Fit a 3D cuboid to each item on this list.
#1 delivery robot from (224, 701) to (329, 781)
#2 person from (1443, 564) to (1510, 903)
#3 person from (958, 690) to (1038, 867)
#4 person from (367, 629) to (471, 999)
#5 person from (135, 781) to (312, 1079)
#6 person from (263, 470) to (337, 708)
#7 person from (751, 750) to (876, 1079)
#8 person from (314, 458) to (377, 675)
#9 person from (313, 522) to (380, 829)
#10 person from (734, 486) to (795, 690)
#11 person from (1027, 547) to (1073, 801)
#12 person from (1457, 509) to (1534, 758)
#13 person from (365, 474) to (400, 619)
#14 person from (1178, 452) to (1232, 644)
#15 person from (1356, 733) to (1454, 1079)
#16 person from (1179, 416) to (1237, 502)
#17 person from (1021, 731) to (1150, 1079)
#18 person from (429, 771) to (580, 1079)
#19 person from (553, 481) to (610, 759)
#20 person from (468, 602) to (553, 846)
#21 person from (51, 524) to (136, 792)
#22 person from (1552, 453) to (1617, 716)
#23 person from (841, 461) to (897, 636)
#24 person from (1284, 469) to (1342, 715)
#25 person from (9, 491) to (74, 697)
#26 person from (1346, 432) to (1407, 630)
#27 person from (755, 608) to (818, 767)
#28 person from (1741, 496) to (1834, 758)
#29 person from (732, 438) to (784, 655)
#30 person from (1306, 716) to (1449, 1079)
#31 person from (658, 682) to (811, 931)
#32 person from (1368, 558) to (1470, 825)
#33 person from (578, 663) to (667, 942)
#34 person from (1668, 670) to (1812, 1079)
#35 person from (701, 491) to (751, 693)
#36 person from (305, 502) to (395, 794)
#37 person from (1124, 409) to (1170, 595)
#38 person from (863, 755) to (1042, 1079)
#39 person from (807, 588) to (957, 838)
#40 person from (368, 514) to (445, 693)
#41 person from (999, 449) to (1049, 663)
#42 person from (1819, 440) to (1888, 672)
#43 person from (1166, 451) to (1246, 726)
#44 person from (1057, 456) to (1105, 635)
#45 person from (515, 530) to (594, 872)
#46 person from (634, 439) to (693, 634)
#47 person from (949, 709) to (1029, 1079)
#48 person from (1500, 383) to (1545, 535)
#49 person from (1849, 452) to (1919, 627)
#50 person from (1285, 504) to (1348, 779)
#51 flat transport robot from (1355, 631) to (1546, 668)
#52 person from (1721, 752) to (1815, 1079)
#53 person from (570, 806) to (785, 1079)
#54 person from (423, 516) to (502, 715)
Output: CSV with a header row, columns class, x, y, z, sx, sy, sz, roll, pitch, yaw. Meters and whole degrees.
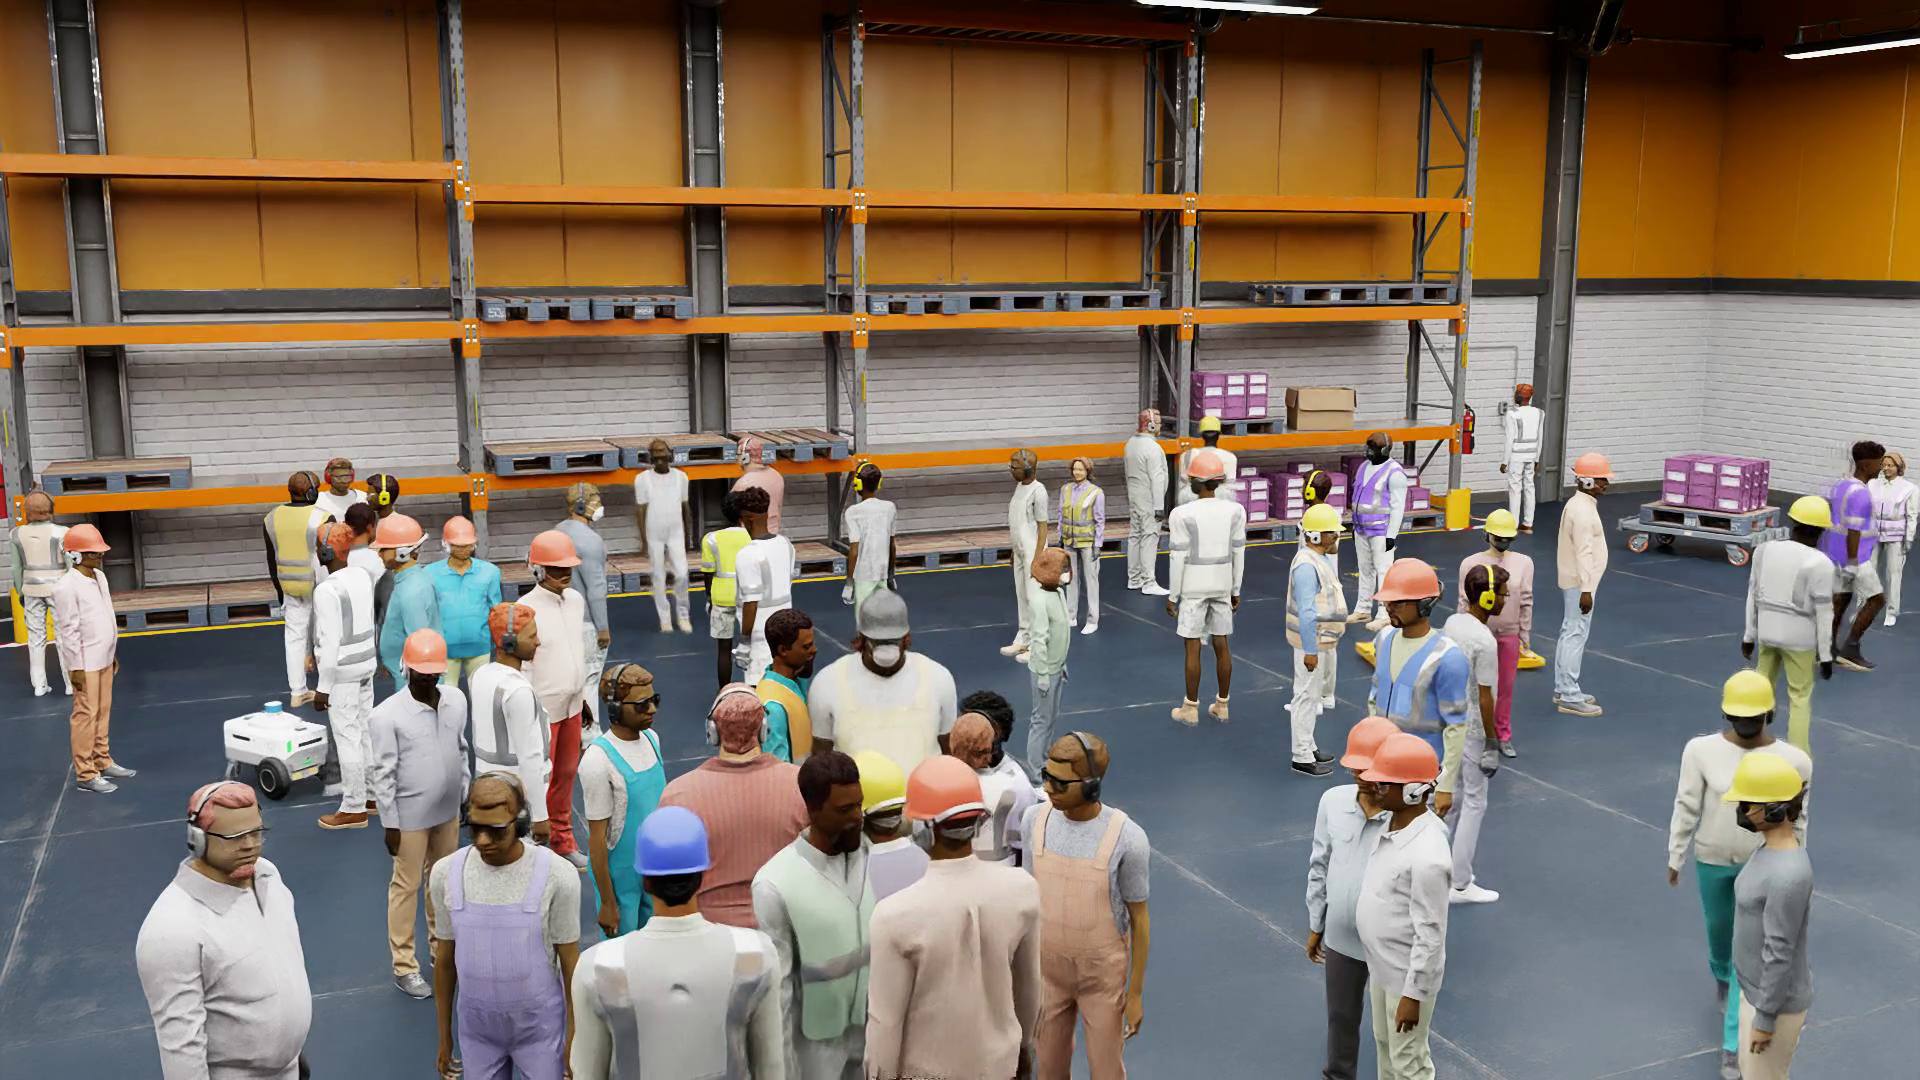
class,x,y,z,sx,sy,sz,roll,pitch,yaw
delivery robot,-4.490,1.303,10.913,0.707,0.478,0.477,6,11,31
person,2.751,1.040,8.971,0.327,1.853,0.527,-2,10,-10
person,0.137,1.455,7.023,0.322,1.695,0.536,-5,11,-28
person,-2.522,1.273,7.917,0.340,1.747,0.564,6,11,30
person,-2.217,1.672,5.172,0.409,1.907,0.641,1,10,4
person,-4.990,0.382,12.790,0.629,1.843,0.429,2,10,14
person,-0.435,1.617,5.485,0.400,1.924,0.593,6,12,32
person,-5.068,0.233,13.641,0.384,1.840,0.565,9,13,40
person,-3.750,0.821,10.141,0.355,1.883,0.573,1,10,8
person,-1.320,0.613,11.113,0.385,1.958,0.608,4,11,23
person,0.585,0.849,10.693,0.281,1.633,0.498,3,10,17
person,3.693,0.649,11.495,0.518,1.756,0.348,-1,10,-3
person,-4.251,0.431,12.418,0.328,1.874,0.517,-4,11,-22
person,2.186,0.062,14.991,0.482,1.715,0.540,-1,10,-7
person,1.627,1.569,6.201,0.324,1.752,0.562,0,10,-2
person,2.488,-0.294,16.561,0.597,1.875,0.951,4,11,23
person,0.426,1.566,5.959,0.513,1.841,0.326,6,11,30
person,-1.504,1.644,5.546,0.505,1.837,0.359,1,10,4
person,-2.606,0.558,11.501,0.372,1.937,0.627,-8,13,-38
person,-2.087,1.223,7.819,0.353,1.885,0.573,-8,12,-38
person,-5.661,0.759,10.866,0.329,1.751,0.572,-1,10,-5
person,4.739,0.327,12.661,0.382,1.993,0.622,2,10,13
person,-0.717,0.315,13.093,0.532,1.869,0.311,-10,14,-44
person,2.690,0.394,12.634,0.333,1.873,0.520,9,13,42
person,-7.171,0.432,13.086,0.511,1.637,0.308,0,10,-2
person,3.863,-0.091,15.507,0.429,1.846,0.626,-4,11,-24
person,-0.799,1.248,7.574,0.379,1.918,0.596,0,10,-2
person,5.519,0.639,11.114,0.394,1.919,0.639,-5,11,-26
person,-1.795,0.056,14.485,0.404,1.907,0.636,5,11,25
person,1.578,1.530,6.422,0.563,1.751,0.330,9,13,42
person,-0.808,1.477,6.282,0.643,1.912,0.401,-2,10,-11
person,2.175,1.092,8.111,0.394,2.042,0.611,-4,11,-24
person,-1.351,1.407,6.869,0.345,1.846,0.506,3,10,16
person,3.437,1.391,7.354,0.537,1.730,0.889,6,11,30
person,-1.699,0.471,12.688,0.536,1.697,0.322,0,10,0
person,-3.988,0.697,10.990,0.612,1.856,0.854,3,10,18
person,1.935,-0.391,17.053,0.409,1.908,0.647,-4,11,-21
person,-0.027,1.630,5.195,0.648,1.982,0.548,-6,11,-30
person,-0.341,1.201,7.492,0.698,2.000,0.536,-1,10,-7
person,-3.219,0.831,9.761,0.388,1.993,0.611,-2,10,-14
person,0.571,0.128,14.257,0.344,1.839,0.504,-4,11,-23
person,7.530,0.131,13.918,0.528,1.949,0.624,2,10,12
person,1.806,0.360,12.319,0.608,2.048,0.364,-3,10,-18
person,1.109,0.041,15.318,0.517,1.645,0.307,9,13,41
person,-2.237,0.926,9.207,0.396,1.993,0.618,4,11,22
person,-2.691,-0.016,15.163,0.518,1.813,0.575,-4,10,-20
person,0.065,1.501,6.918,0.515,1.641,0.314,2,10,13
person,6.961,-1.003,20.640,0.583,1.884,0.350,-4,11,-24
person,8.699,-0.013,15.641,0.310,1.642,0.514,-9,13,-41
person,2.394,0.663,11.186,0.403,1.834,0.589,3,10,17
flat transport robot,4.171,0.924,14.184,1.431,0.197,0.652,-1,10,-4
person,2.851,1.615,5.938,0.342,1.756,0.532,4,10,20
person,-0.806,1.721,4.813,0.615,1.935,0.421,-3,10,-15
person,-3.341,0.706,11.177,0.562,1.750,0.333,-4,11,-22
